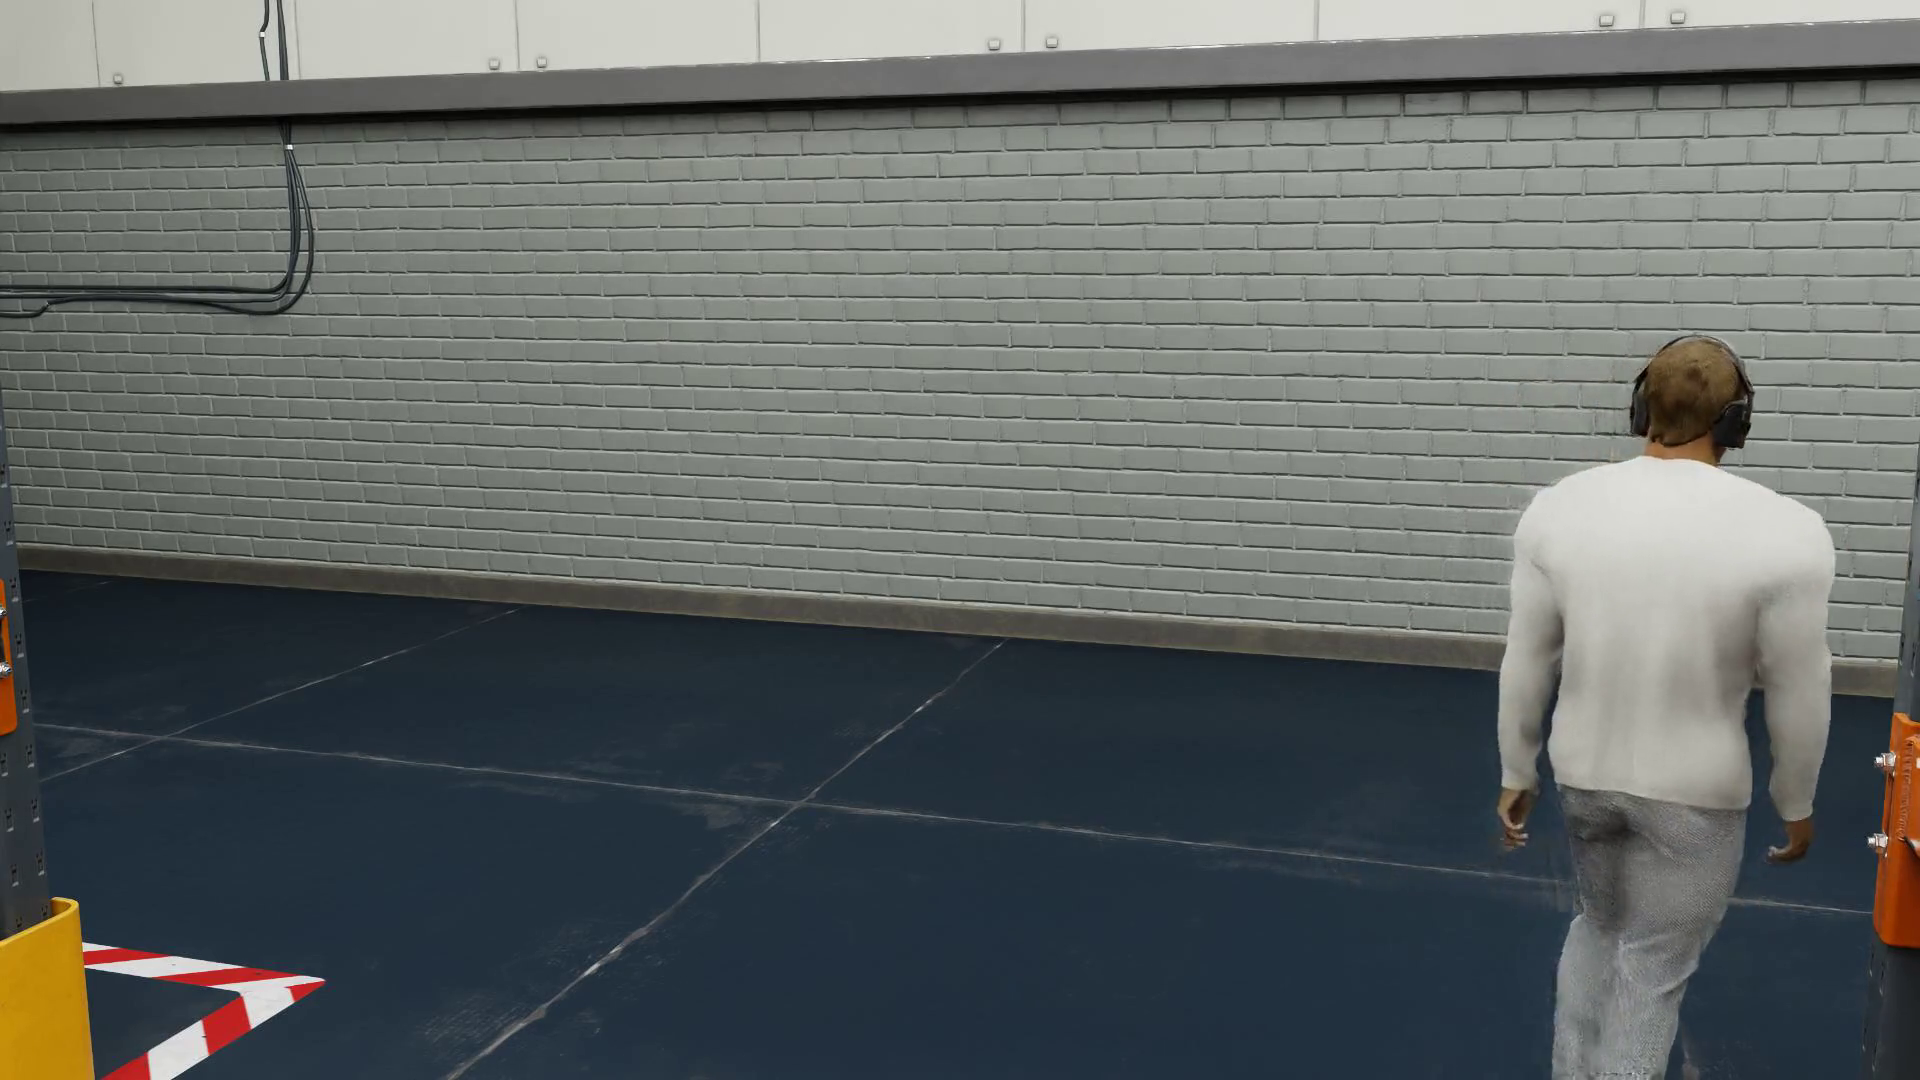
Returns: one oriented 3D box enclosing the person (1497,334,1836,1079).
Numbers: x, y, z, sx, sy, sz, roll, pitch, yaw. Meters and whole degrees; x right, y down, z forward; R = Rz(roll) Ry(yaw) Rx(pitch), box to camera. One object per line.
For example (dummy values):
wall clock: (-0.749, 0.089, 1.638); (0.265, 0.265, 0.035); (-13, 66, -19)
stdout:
person: (1.518, 0.523, 3.578); (0.631, 1.915, 0.627); (-9, 13, -41)
